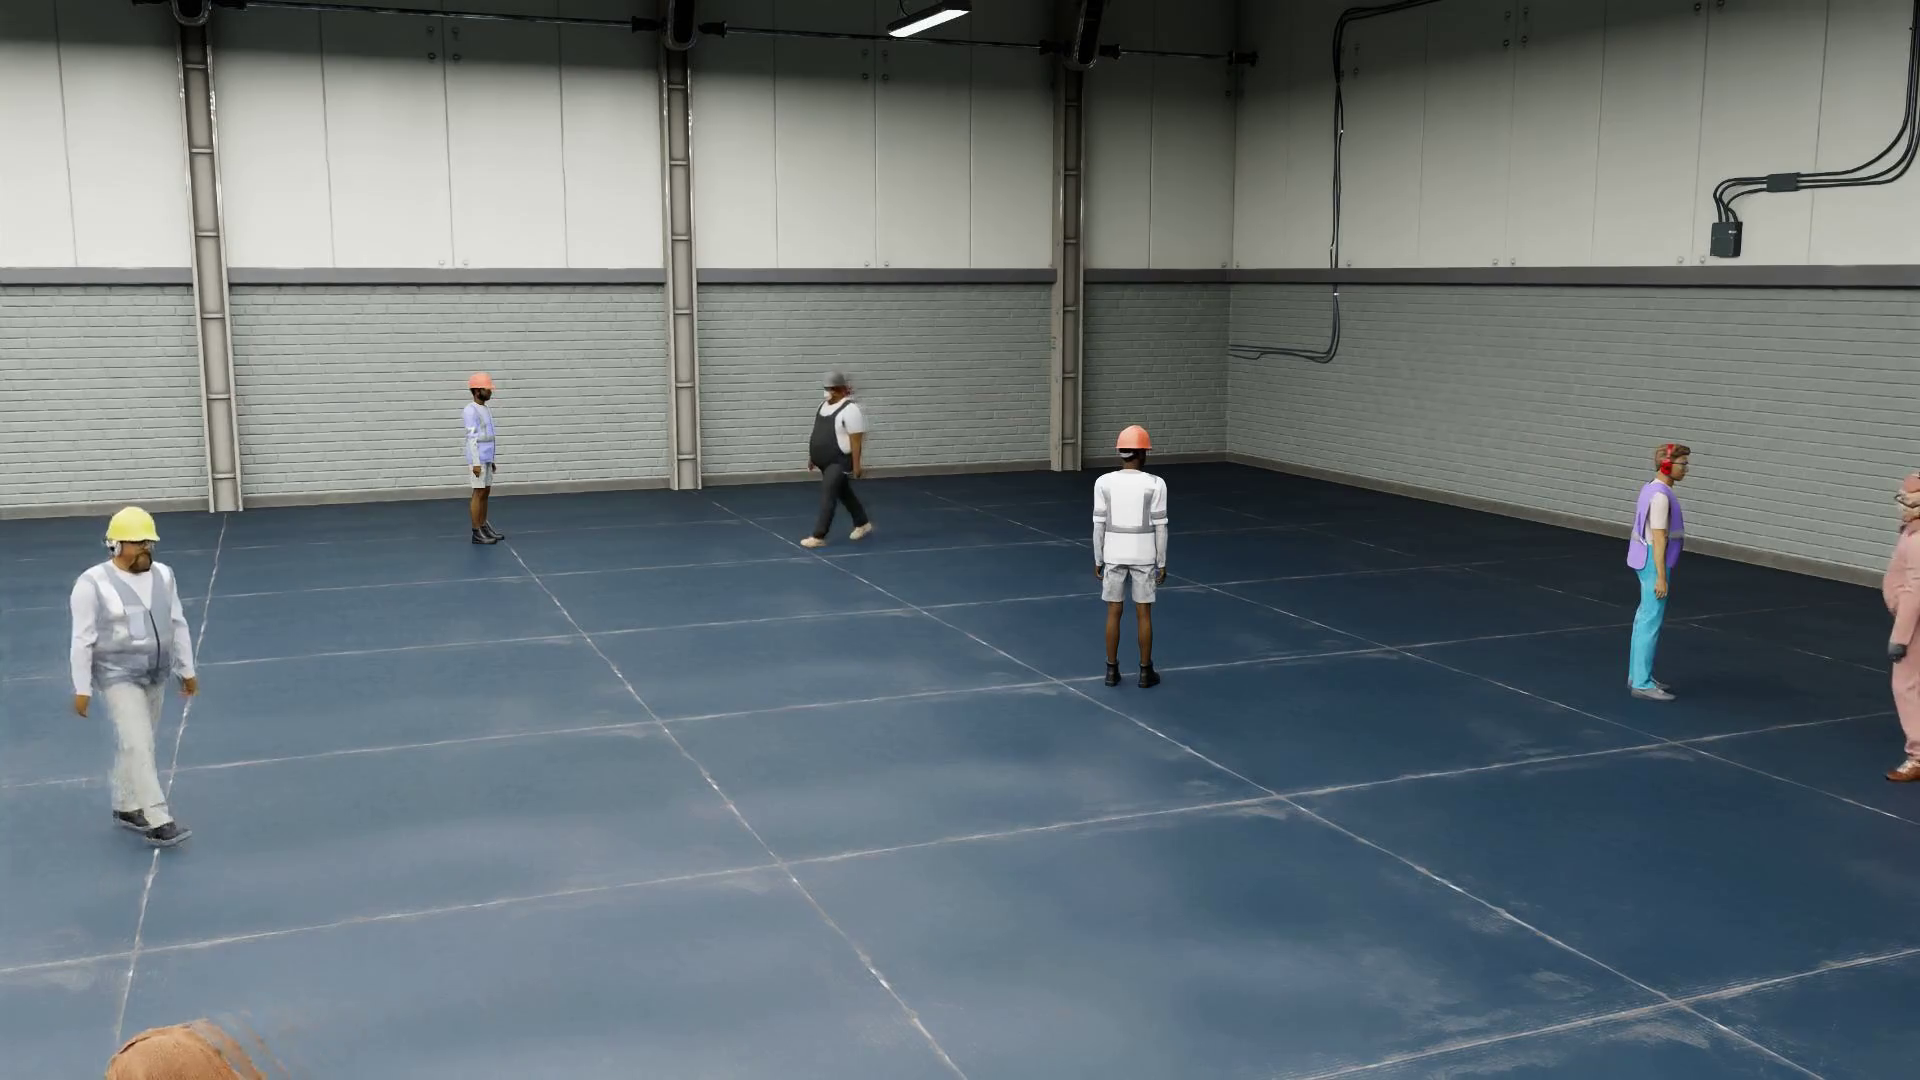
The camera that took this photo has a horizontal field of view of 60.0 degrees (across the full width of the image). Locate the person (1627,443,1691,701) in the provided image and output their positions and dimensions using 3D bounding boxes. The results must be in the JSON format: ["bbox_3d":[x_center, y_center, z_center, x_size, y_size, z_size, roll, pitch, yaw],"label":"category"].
[{"bbox_3d":[4.996,0.219,11.967,0.374,1.839,0.571,3,10,18],"label":"person"}]

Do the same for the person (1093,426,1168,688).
[{"bbox_3d":[1.259,0.124,12.267,0.551,1.932,0.367,3,9,16],"label":"person"}]

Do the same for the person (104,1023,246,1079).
[{"bbox_3d":[-1.537,1.727,3.217,0.645,1.610,0.524,-6,11,-34],"label":"person"}]

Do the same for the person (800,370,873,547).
[{"bbox_3d":[-1.365,-0.970,18.809,1.048,2.000,0.681,-6,11,-34],"label":"person"}]

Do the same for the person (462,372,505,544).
[{"bbox_3d":[-5.398,-0.923,18.835,0.356,1.938,0.545,0,9,3],"label":"person"}]

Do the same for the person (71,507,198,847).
[{"bbox_3d":[-4.332,0.727,8.892,0.839,1.796,0.630,4,10,23],"label":"person"}]

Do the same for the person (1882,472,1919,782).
[{"bbox_3d":[5.815,0.506,10.091,0.398,1.875,0.781,7,12,39],"label":"person"}]
